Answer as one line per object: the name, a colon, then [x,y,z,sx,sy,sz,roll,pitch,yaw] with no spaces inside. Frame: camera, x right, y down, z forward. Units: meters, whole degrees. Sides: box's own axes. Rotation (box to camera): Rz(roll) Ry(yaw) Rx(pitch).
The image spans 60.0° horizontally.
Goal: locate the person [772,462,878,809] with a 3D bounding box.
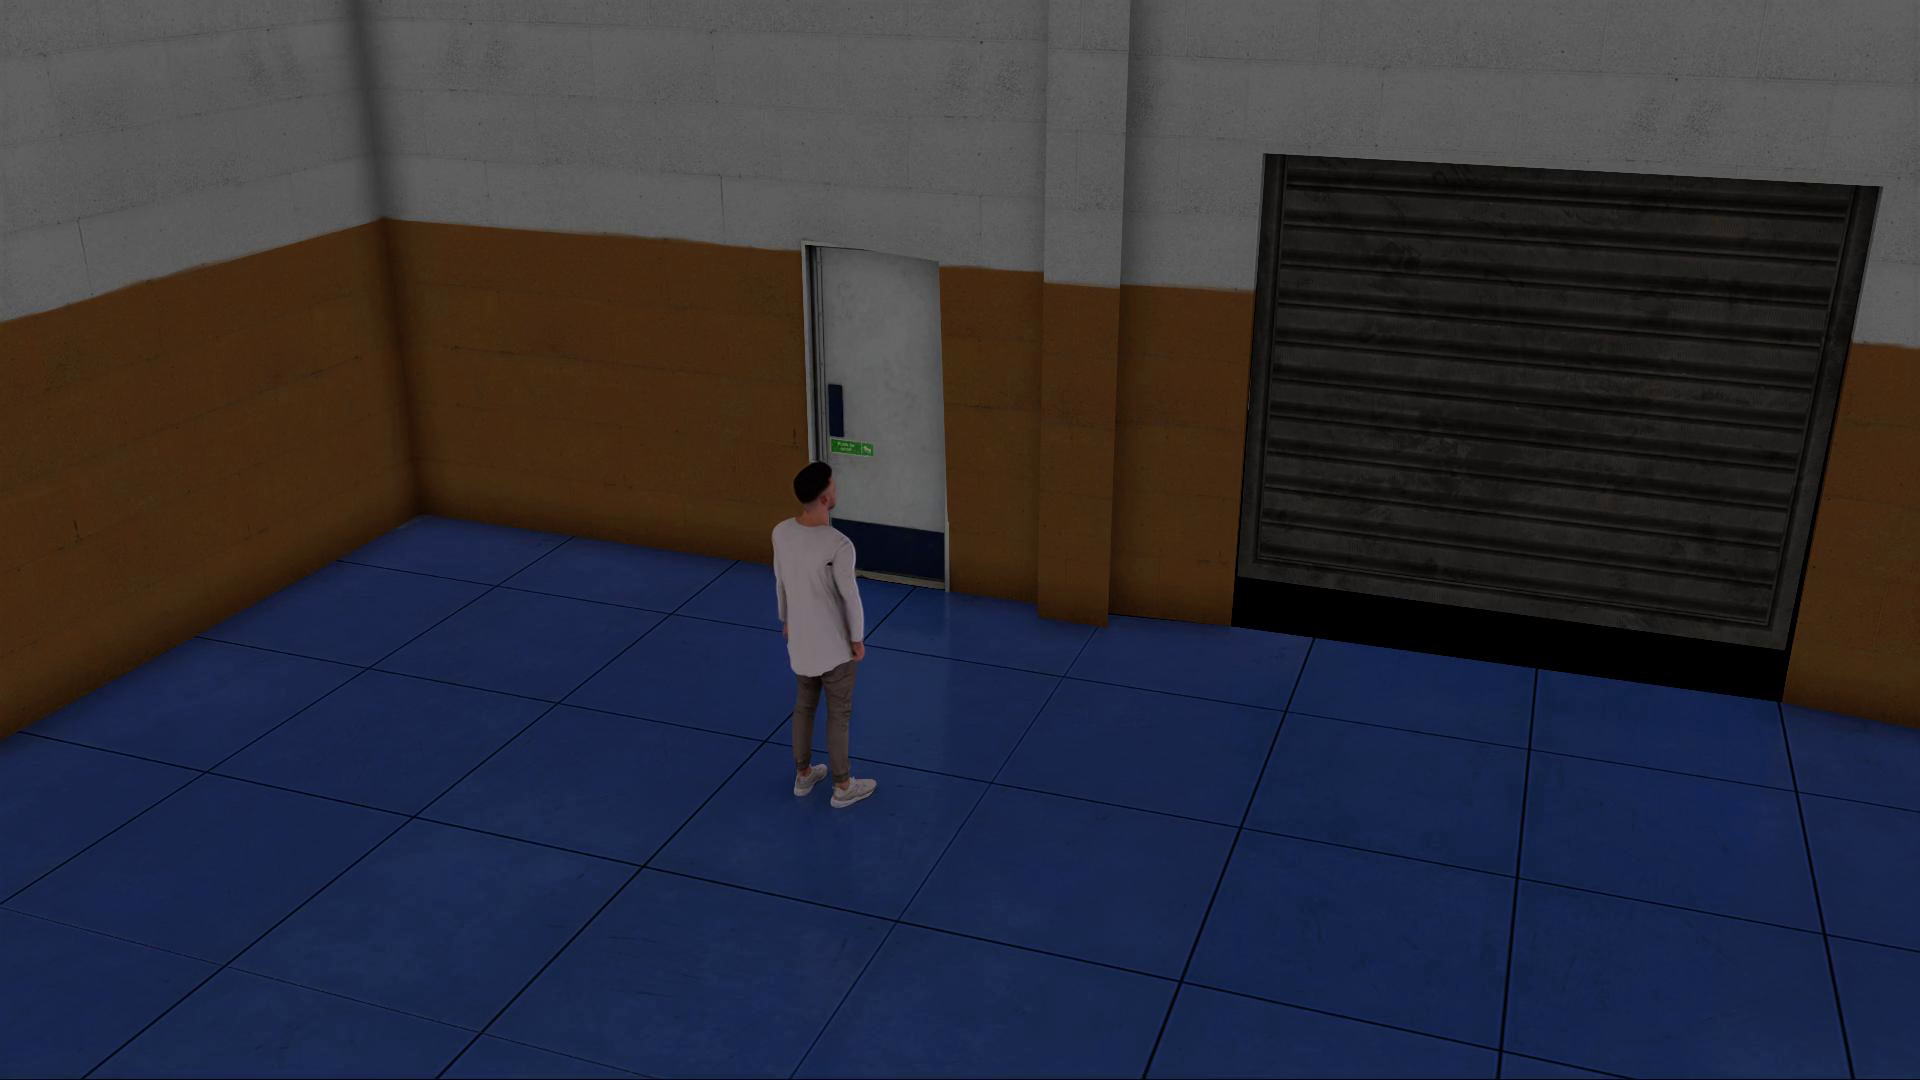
person: [-0.699,0.471,8.380,0.588,1.840,0.784,14,26,31]
